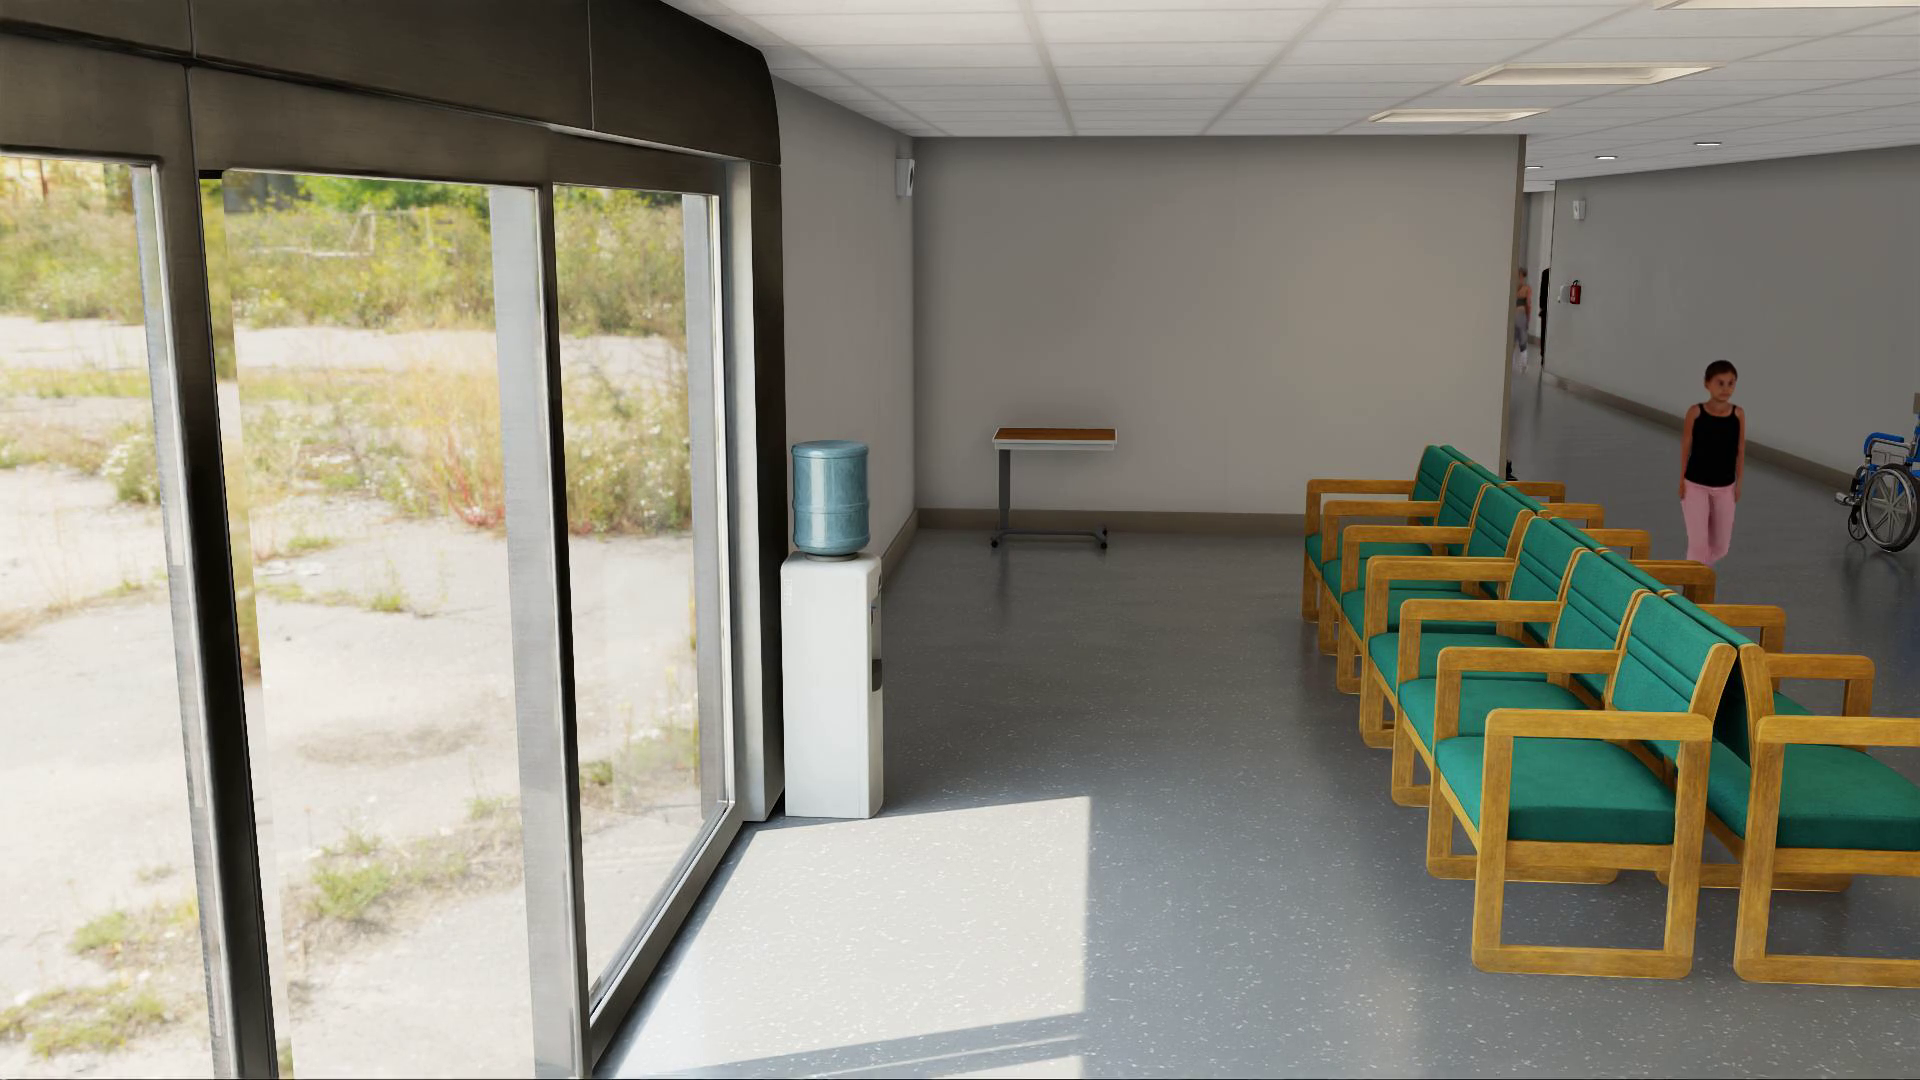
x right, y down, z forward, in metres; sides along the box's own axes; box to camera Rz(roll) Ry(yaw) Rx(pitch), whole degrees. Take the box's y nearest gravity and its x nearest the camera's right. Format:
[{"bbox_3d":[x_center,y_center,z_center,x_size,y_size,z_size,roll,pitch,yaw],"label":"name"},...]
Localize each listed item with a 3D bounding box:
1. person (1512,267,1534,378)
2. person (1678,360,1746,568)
[{"bbox_3d":[8.545,-3.313,25.552,1.051,1.665,0.902,6,12,27],"label":"person"},{"bbox_3d":[4.511,-0.310,10.057,0.845,1.542,0.604,2,11,9],"label":"person"}]
